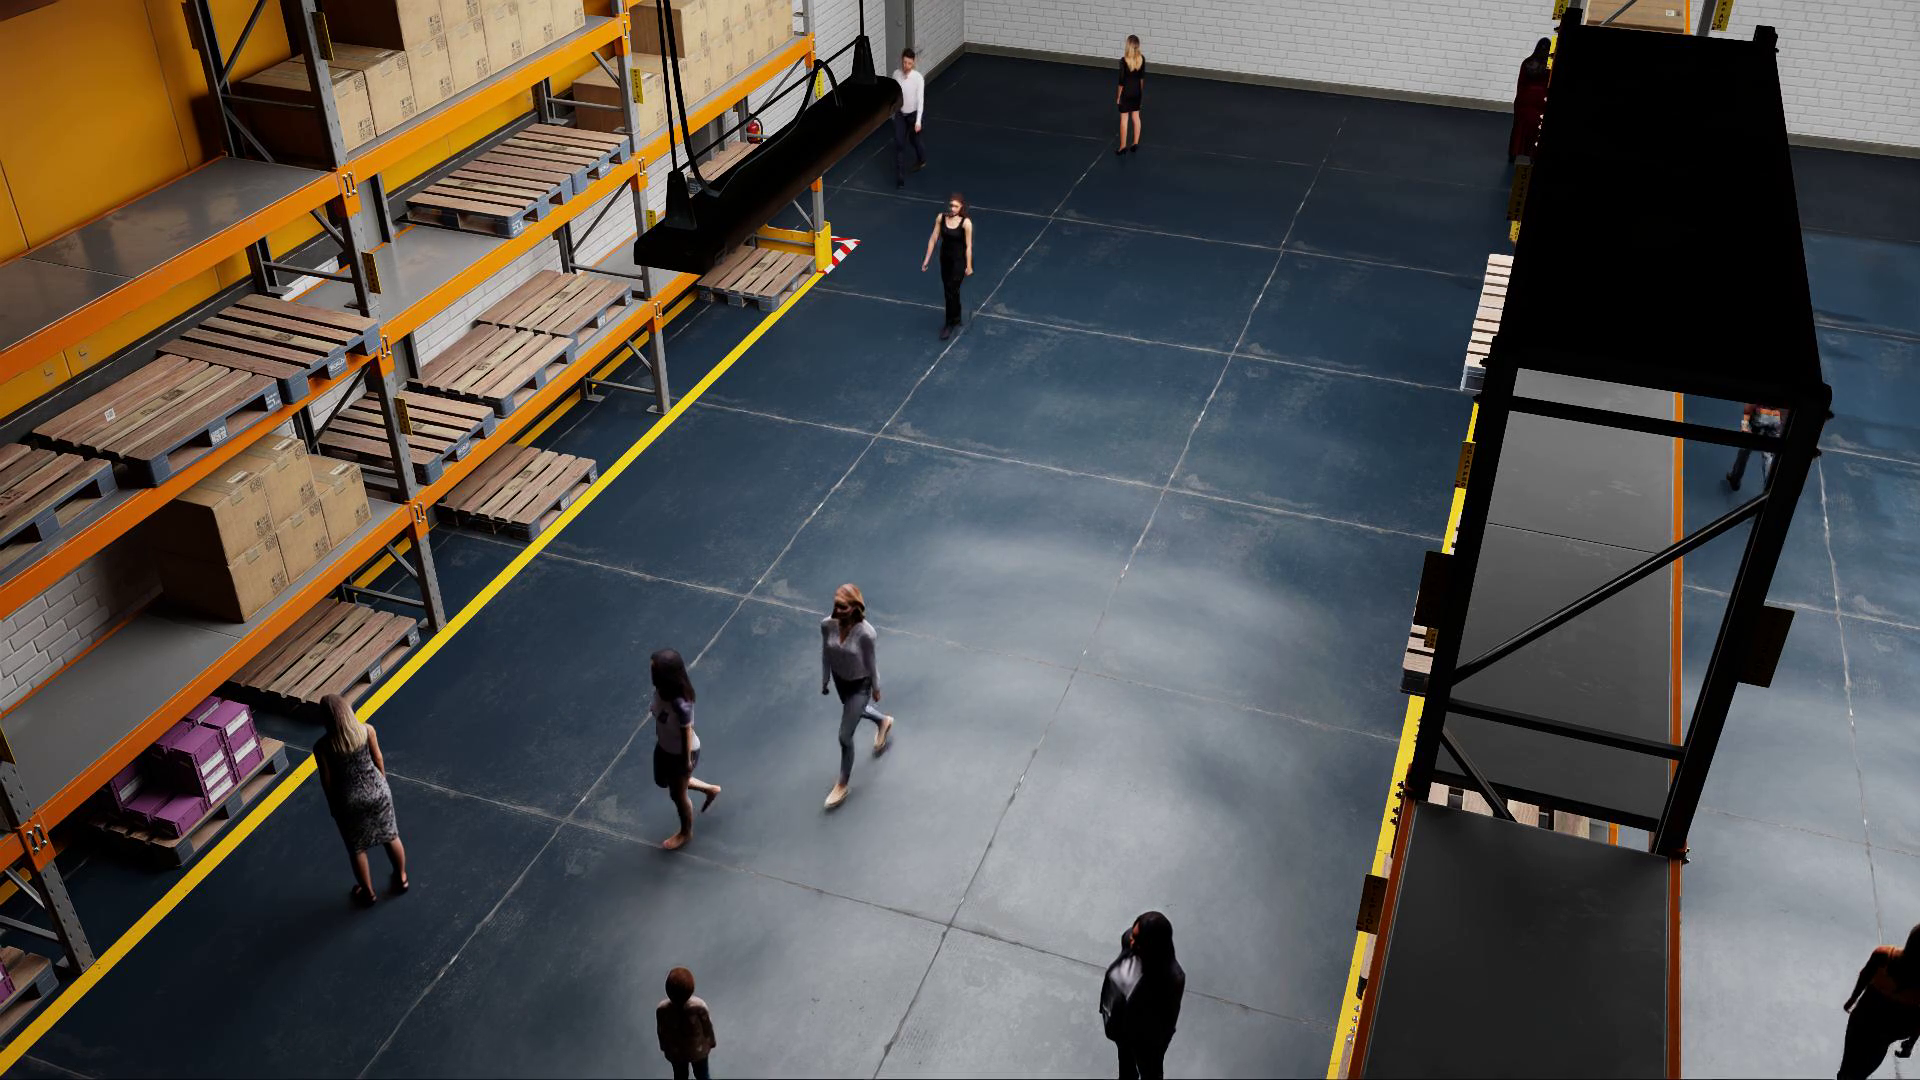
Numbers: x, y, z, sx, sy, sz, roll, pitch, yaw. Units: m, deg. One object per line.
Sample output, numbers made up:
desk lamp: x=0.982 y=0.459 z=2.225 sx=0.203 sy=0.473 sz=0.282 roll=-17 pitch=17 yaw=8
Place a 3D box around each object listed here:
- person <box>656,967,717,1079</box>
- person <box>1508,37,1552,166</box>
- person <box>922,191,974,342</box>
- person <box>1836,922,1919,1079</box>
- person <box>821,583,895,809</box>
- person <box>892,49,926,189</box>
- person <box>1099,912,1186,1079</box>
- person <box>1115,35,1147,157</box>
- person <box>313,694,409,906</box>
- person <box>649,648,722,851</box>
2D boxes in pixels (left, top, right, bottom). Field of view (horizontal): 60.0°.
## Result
person: x=-1.602 y=2.953 z=9.759 sx=0.546 sy=1.194 sz=0.569 roll=-3 pitch=34 yaw=-4
person: x=7.823 y=-5.973 z=22.680 sx=0.647 sy=1.757 sz=0.578 roll=11 pitch=35 yaw=16
person: x=-0.029 y=-3.094 z=18.423 sx=0.783 sy=1.674 sz=0.872 roll=26 pitch=42 yaw=33
person: x=5.297 y=2.837 z=9.574 sx=0.679 sy=1.593 sz=1.158 roll=17 pitch=37 yaw=24
person: x=-0.740 y=1.025 z=12.153 sx=0.777 sy=1.755 sz=1.226 roll=19 pitch=38 yaw=26
person: x=-0.667 y=-5.672 z=22.177 sx=0.680 sy=1.812 sz=1.204 roll=15 pitch=37 yaw=21
person: x=1.064 y=2.769 z=9.674 sx=0.831 sy=1.595 sz=0.787 roll=-21 pitch=39 yaw=-28
person: x=2.358 y=-6.159 z=23.033 sx=0.593 sy=1.677 sz=0.661 roll=-16 pitch=37 yaw=-22
person: x=-4.012 y=1.738 z=11.132 sx=0.618 sy=1.698 sz=0.700 roll=-19 pitch=38 yaw=-26
person: x=-1.912 y=1.413 z=11.622 sx=0.895 sy=1.697 sz=0.821 roll=-20 pitch=39 yaw=-27
